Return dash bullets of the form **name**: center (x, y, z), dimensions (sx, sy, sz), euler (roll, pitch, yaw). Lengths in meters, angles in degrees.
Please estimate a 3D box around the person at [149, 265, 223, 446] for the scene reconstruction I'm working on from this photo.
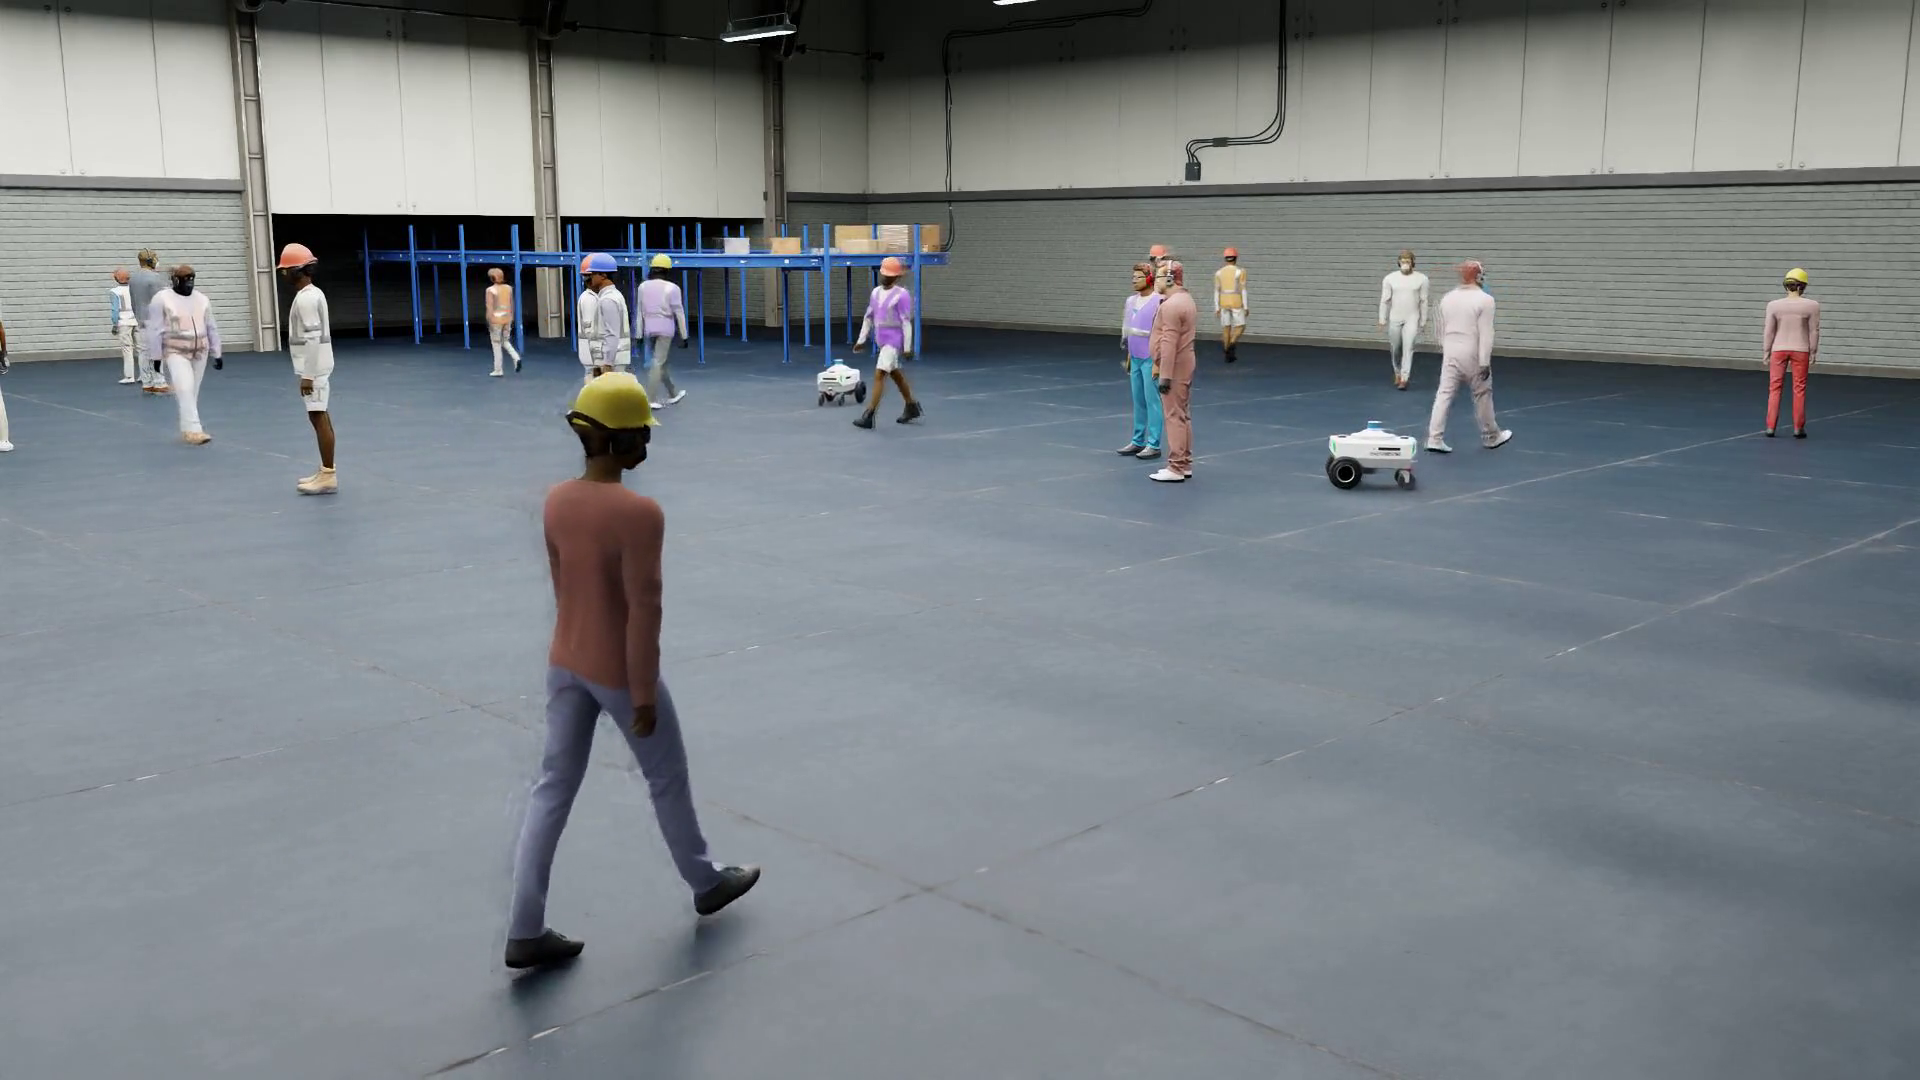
- **person**: center (-7.751, -1.861, 16.813), dimensions (0.890, 1.802, 0.653), euler (7, 12, 33)

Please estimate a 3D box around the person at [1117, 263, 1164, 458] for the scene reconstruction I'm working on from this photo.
- **person**: center (1.787, -1.717, 15.918), dimensions (0.389, 1.848, 0.563), euler (-5, 11, -25)

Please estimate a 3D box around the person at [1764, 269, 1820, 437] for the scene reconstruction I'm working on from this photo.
- **person**: center (8.743, -1.966, 17.514), dimensions (0.523, 1.762, 0.328), euler (6, 12, 31)

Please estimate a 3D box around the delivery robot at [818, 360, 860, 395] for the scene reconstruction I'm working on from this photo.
- **delivery robot**: center (-1.533, -2.042, 21.080), dimensions (0.477, 0.478, 0.707), euler (3, 11, 16)

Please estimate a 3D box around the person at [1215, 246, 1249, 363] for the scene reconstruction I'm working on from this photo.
- **person**: center (4.513, -3.907, 27.634), dimensions (0.592, 1.928, 0.519), euler (7, 12, 33)

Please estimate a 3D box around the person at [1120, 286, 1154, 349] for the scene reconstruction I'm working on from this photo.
- **person**: center (2.246, -2.465, 20.631), dimensions (0.521, 1.618, 0.645), euler (6, 12, 29)

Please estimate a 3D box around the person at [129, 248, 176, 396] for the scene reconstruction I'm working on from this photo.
- **person**: center (-10.735, -2.895, 22.090), dimensions (0.635, 1.938, 0.360), euler (7, 12, 33)

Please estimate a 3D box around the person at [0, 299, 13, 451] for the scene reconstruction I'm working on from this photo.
- **person**: center (-9.607, -1.795, 16.282), dimensions (0.516, 1.872, 0.327), euler (-6, 12, -30)

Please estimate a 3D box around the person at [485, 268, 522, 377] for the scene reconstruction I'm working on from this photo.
- **person**: center (-6.862, -3.260, 24.914), dimensions (0.455, 1.623, 0.535), euler (7, 12, 32)

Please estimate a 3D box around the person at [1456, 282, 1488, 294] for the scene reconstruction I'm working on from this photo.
- **person**: center (7.960, -3.460, 25.882), dimensions (0.535, 1.673, 0.569), euler (-2, 11, -11)

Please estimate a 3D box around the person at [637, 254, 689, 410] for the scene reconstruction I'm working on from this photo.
- **person**: center (-3.620, -2.560, 20.433), dimensions (0.608, 1.870, 0.989), euler (5, 11, 25)

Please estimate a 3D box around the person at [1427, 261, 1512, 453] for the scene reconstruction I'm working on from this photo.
- **person**: center (4.985, -1.779, 16.236), dimensions (1.064, 1.850, 0.669), euler (-7, 13, -34)

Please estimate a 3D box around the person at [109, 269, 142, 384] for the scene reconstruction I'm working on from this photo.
- **person**: center (-11.906, -3.058, 23.805), dimensions (0.315, 1.636, 0.514), euler (5, 11, 24)

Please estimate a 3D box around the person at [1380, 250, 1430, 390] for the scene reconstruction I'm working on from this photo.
- **person**: center (6.194, -3.077, 23.192), dimensions (0.641, 1.912, 0.925), euler (4, 11, 19)

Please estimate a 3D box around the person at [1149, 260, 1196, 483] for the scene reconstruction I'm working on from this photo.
- **person**: center (1.837, -1.467, 14.447), dimensions (0.401, 1.897, 0.638), euler (3, 11, 17)

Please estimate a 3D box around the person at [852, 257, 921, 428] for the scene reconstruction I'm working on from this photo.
- **person**: center (-0.792, -2.207, 18.513), dimensions (1.007, 1.880, 0.639), euler (-8, 13, -38)

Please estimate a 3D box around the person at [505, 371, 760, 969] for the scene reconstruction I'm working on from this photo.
- **person**: center (-1.018, 0.362, 4.920), dimensions (0.542, 1.712, 0.902), euler (8, 13, 38)

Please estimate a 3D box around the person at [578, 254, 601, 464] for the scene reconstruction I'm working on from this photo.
- **person**: center (-3.362, -1.683, 15.480), dimensions (0.359, 1.937, 0.552), euler (-2, 11, -13)

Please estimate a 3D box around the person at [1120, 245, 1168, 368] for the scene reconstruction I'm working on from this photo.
- **person**: center (2.903, -3.461, 25.136), dimensions (0.981, 1.946, 0.652), euler (2, 11, 11)

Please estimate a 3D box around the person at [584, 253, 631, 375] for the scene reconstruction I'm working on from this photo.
- **person**: center (-3.216, -1.649, 15.271), dimensions (0.392, 1.949, 0.602), euler (-2, 11, -8)

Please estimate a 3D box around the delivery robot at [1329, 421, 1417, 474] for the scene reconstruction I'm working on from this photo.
- **delivery robot**: center (3.507, -0.768, 14.129), dimensions (0.707, 0.478, 0.477), euler (2, 11, 9)

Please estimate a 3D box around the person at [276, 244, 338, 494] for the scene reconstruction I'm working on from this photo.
- **person**: center (-5.369, -1.408, 13.707), dimensions (0.395, 2.040, 0.609), euler (-3, 11, -16)
